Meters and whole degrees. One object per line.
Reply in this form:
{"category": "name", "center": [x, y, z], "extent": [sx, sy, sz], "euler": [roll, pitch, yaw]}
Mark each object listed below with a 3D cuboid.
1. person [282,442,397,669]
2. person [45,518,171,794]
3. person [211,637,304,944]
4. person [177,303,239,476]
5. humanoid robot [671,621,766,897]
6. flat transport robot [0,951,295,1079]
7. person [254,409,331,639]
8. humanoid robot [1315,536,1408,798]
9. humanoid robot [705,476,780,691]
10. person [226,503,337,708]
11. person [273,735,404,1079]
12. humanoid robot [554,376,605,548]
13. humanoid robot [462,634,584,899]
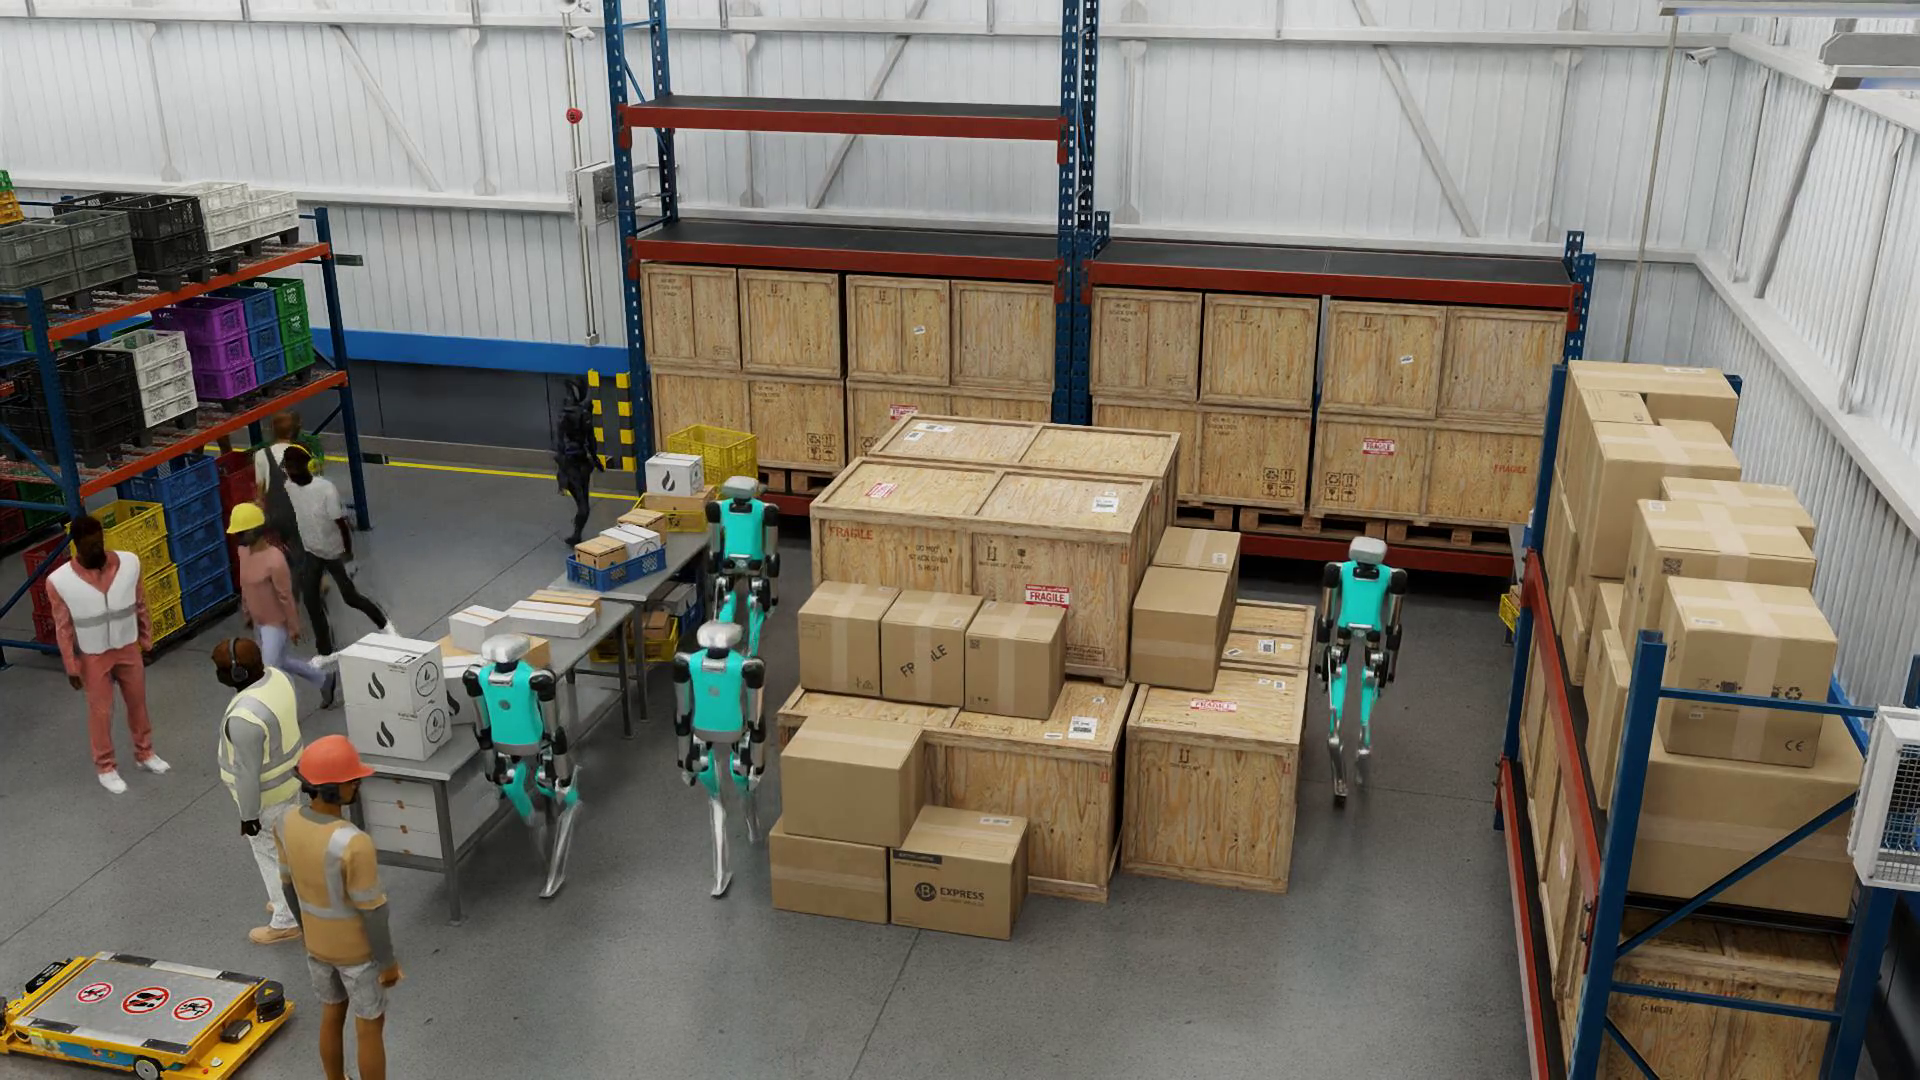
{"category": "person", "center": [-4.764, 0.067, 12.697], "extent": [0.561, 1.828, 0.767], "euler": [9, 23, 23]}
{"category": "person", "center": [-5.567, 0.727, 10.871], "extent": [0.452, 1.896, 0.590], "euler": [19, 28, 40]}
{"category": "person", "center": [-3.865, 1.382, 9.249], "extent": [0.429, 1.834, 0.631], "euler": [-1, 21, -2]}
{"category": "person", "center": [-7.281, -1.325, 16.034], "extent": [0.612, 2.039, 0.395], "euler": [-10, 23, -24]}
{"category": "humanoid robot", "center": [-1.345, 1.214, 9.882], "extent": [0.554, 1.826, 0.875], "euler": [2, 21, 5]}
{"category": "flat transport robot", "center": [-4.270, 2.464, 8.601], "extent": [1.431, 0.231, 0.659], "euler": [5, 22, 13]}
{"category": "person", "center": [-5.303, -0.185, 13.382], "extent": [0.513, 1.798, 0.958], "euler": [4, 21, 10]}
{"category": "humanoid robot", "center": [2.535, 0.900, 10.661], "extent": [0.542, 1.781, 0.896], "euler": [5, 21, 12]}
{"category": "humanoid robot", "center": [-1.584, 0.490, 11.778], "extent": [0.531, 1.775, 1.014], "euler": [2, 21, 6]}
{"category": "person", "center": [-4.753, 0.534, 11.575], "extent": [0.531, 1.735, 0.720], "euler": [17, 27, 37]}
{"category": "person", "center": [-2.844, 1.844, 7.748], "extent": [0.608, 2.037, 0.395], "euler": [12, 24, 29]}
{"category": "humanoid robot", "center": [-3.422, -0.685, 14.876], "extent": [0.372, 1.642, 0.611], "euler": [7, 22, 19]}
{"category": "humanoid robot", "center": [-2.434, 1.335, 9.663], "extent": [0.542, 1.898, 0.756], "euler": [4, 21, 10]}
